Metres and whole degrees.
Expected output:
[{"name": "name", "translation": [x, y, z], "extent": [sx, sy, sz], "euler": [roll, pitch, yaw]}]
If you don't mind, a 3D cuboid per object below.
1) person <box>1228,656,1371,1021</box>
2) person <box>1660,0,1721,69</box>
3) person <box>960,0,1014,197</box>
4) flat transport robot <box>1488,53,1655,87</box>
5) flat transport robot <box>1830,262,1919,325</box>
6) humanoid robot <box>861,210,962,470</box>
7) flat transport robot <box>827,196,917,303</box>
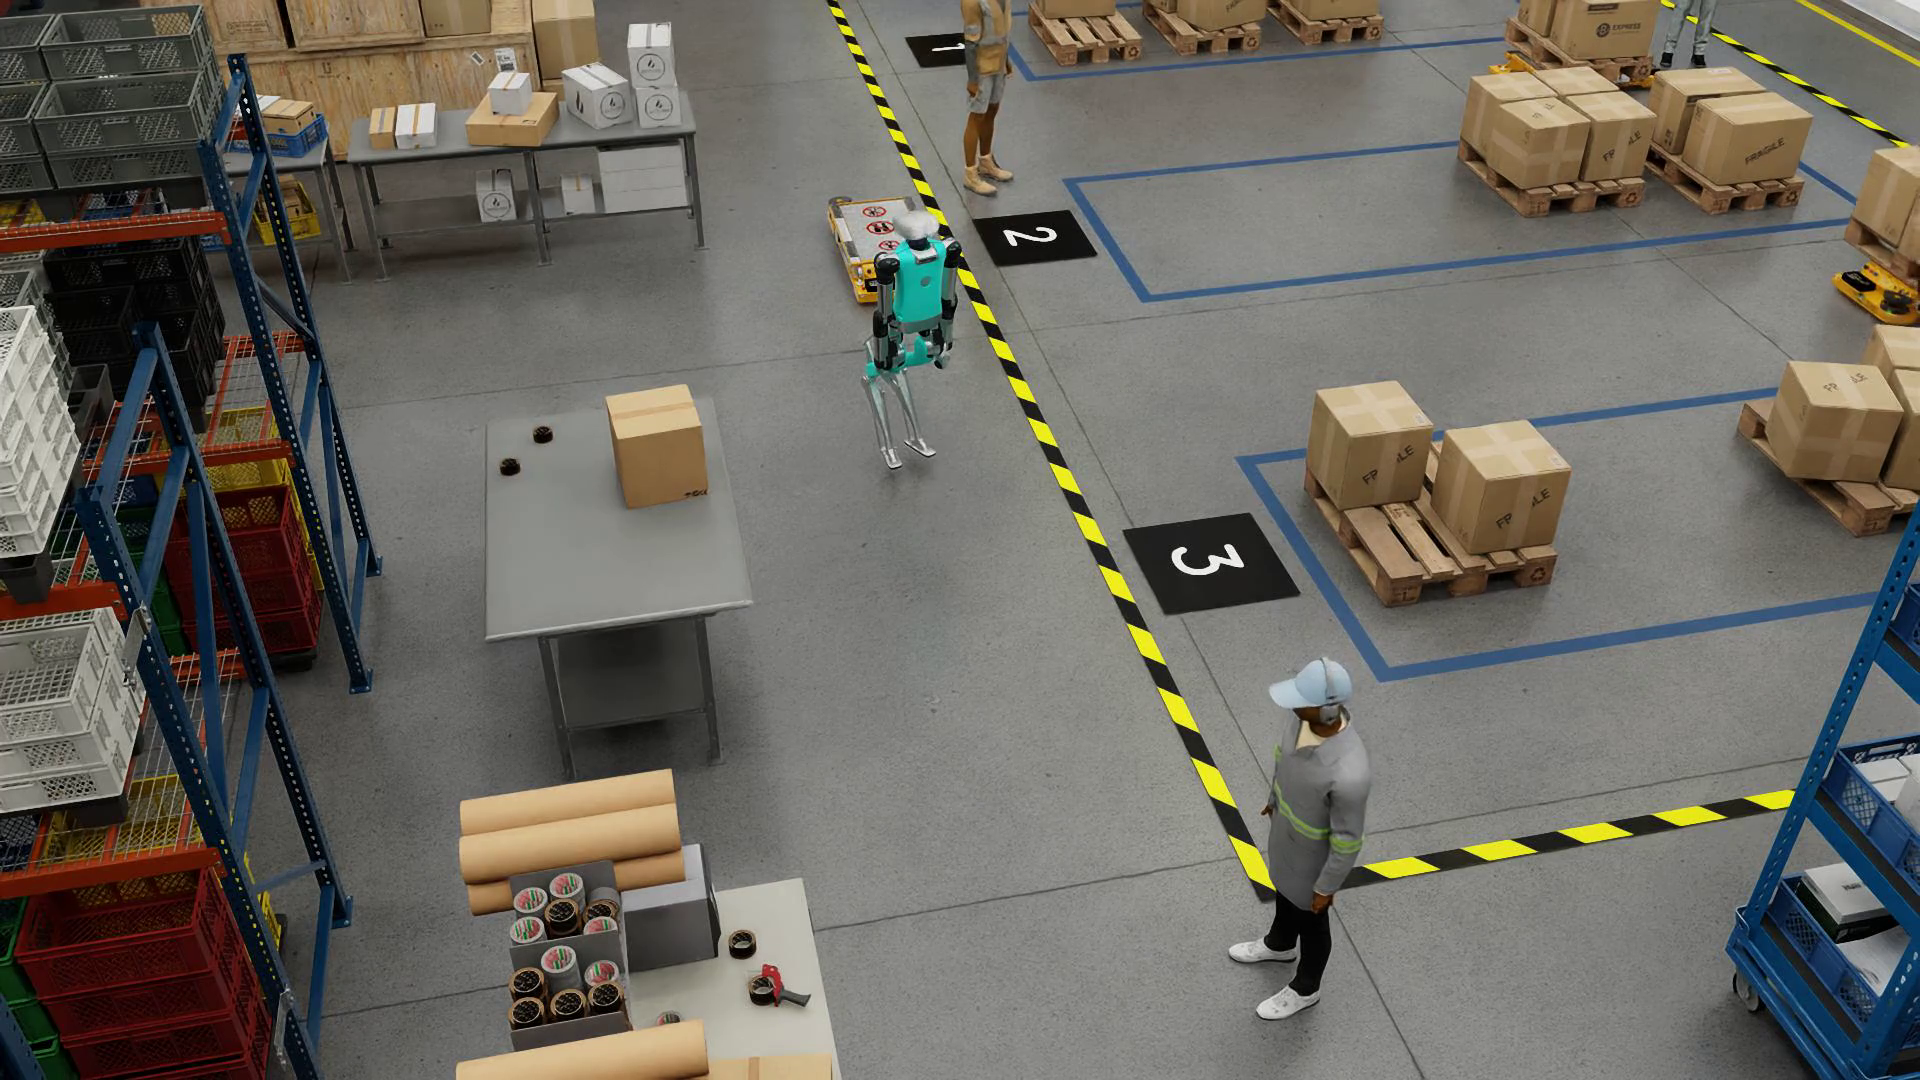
[{"name": "person", "translation": [1.346, 1.187, 6.632], "extent": [0.395, 1.849, 0.596], "euler": [-8, 37, -10]}, {"name": "person", "translation": [6.898, -5.277, 15.331], "extent": [0.593, 1.837, 0.404], "euler": [6, 37, 9]}, {"name": "person", "translation": [0.251, -3.740, 13.106], "extent": [0.405, 2.031, 0.607], "euler": [20, 41, 24]}, {"name": "flat transport robot", "translation": [5.712, -4.362, 15.393], "extent": [1.431, 0.197, 0.652], "euler": [-8, 37, -10]}, {"name": "flat transport robot", "translation": [7.160, -1.865, 12.037], "extent": [1.431, 0.197, 0.652], "euler": [-8, 37, -10]}, {"name": "humanoid robot", "translation": [-0.361, -1.248, 9.891], "extent": [0.533, 1.673, 0.735], "euler": [-19, 41, -23]}, {"name": "flat transport robot", "translation": [-0.570, -2.220, 12.538], "extent": [0.659, 0.231, 1.431], "euler": [-8, 37, -10]}]
